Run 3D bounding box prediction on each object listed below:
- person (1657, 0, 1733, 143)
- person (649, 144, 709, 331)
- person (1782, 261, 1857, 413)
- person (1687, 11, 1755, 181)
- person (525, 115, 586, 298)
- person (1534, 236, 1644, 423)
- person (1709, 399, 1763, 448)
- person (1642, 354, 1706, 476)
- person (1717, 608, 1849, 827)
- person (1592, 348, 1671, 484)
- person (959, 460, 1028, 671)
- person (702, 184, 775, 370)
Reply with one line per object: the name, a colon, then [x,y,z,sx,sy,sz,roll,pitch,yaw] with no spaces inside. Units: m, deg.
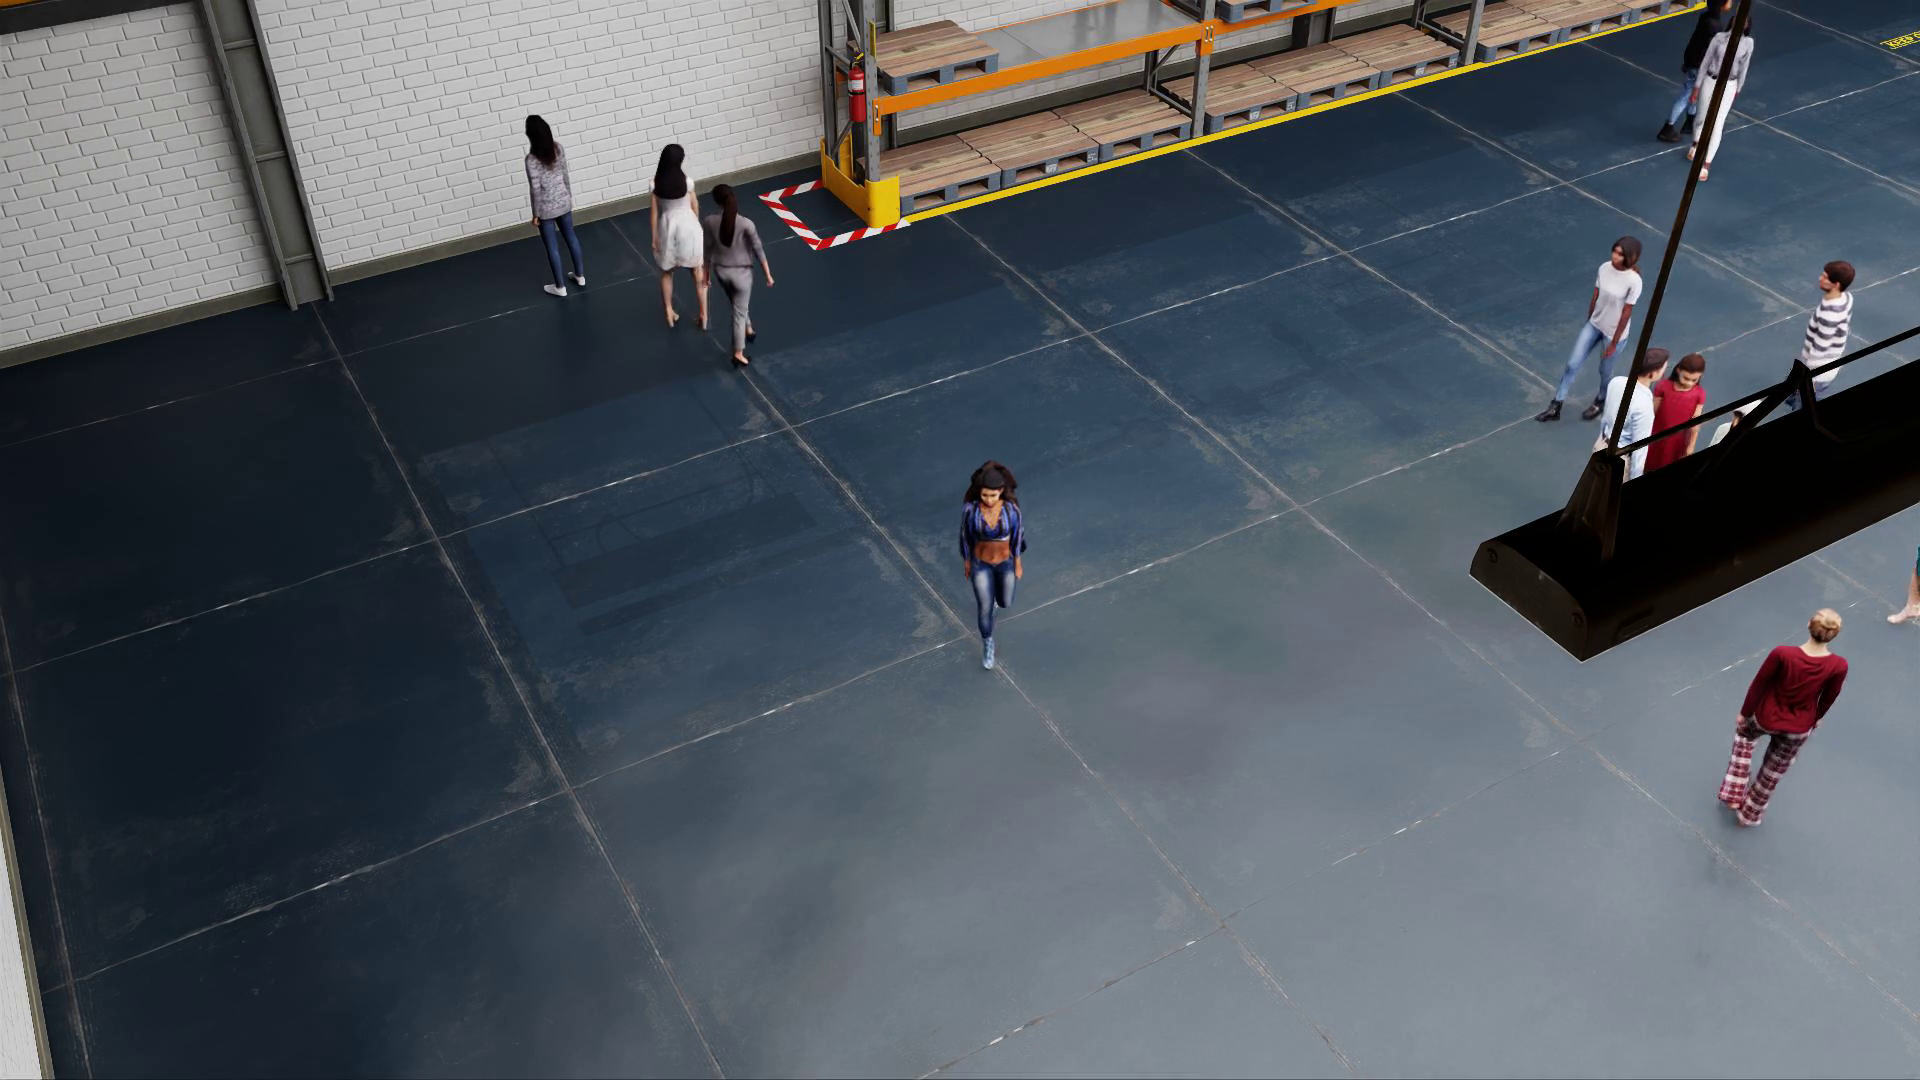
person: [7.767,-5.039,17.726,0.869,1.687,0.786,2,39,3]
person: [-2.423,-2.646,14.671,0.756,1.759,0.854,-6,39,-8]
person: [6.725,-1.330,12.968,0.881,1.827,0.786,21,43,24]
person: [7.858,-4.690,17.279,0.923,1.698,1.077,17,42,21]
person: [-3.731,-3.067,15.218,0.741,1.734,0.593,26,45,29]
person: [5.319,-1.703,13.539,0.941,1.698,0.616,-23,44,-26]
person: [5.414,-0.333,11.861,0.480,1.651,0.559,-20,43,-23]
person: [5.328,-0.802,12.540,0.830,1.536,0.897,15,41,17]
person: [4.956,1.114,10.016,0.760,1.692,0.803,14,41,17]
person: [4.760,-0.603,12.044,0.686,1.845,0.705,-10,40,-12]
person: [0.229,0.128,11.322,0.923,1.605,0.917,0,39,0]
person: [-1.970,-2.200,14.206,0.997,1.642,1.057,12,40,15]
